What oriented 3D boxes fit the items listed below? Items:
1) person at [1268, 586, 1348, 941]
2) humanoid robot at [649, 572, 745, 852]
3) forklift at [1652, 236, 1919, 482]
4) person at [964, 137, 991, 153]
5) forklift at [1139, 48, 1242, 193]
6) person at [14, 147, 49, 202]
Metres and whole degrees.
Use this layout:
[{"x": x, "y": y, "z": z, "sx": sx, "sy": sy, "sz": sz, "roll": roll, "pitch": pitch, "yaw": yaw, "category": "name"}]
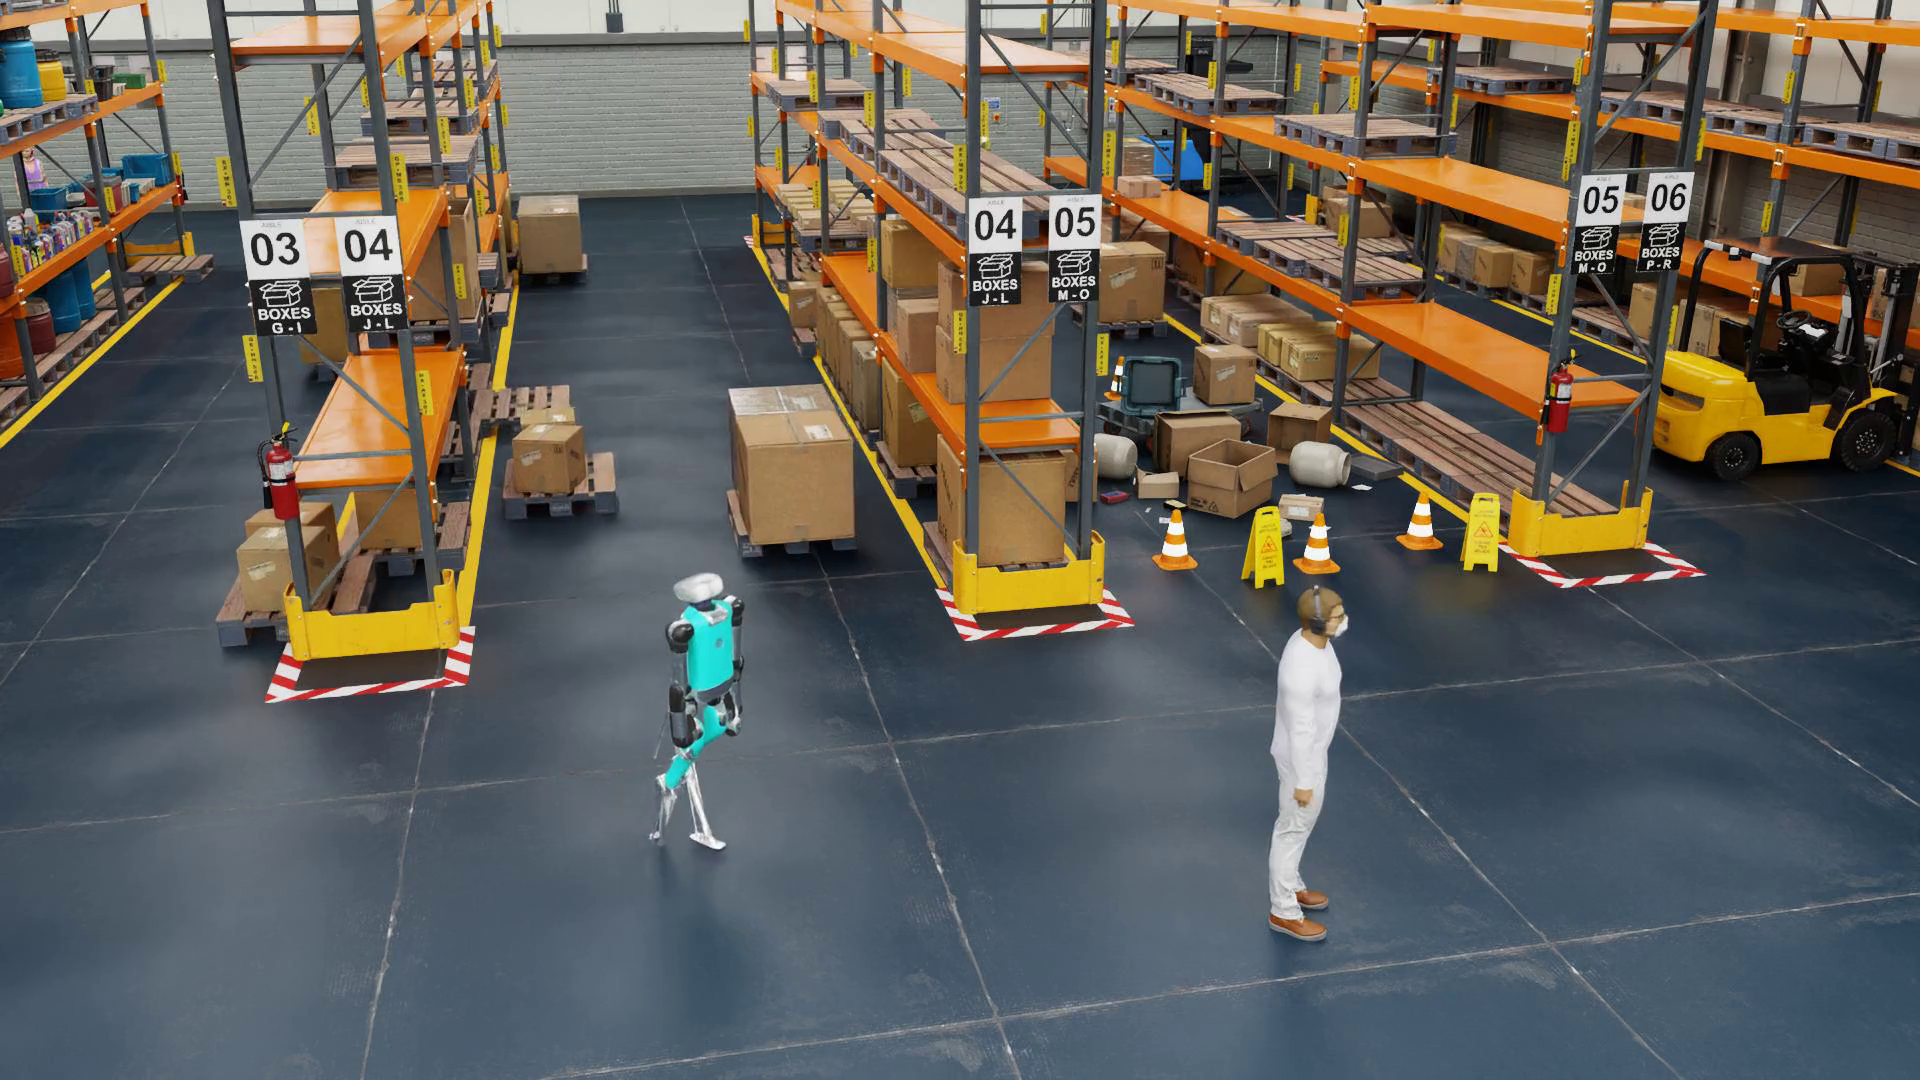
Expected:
[{"x": 1.811, "y": 1.148, "z": 8.715, "sx": 0.355, "sy": 1.937, "sz": 0.634, "roll": 6, "pitch": 21, "yaw": 15, "category": "person"}, {"x": -1.590, "y": 1.034, "z": 9.458, "sx": 0.755, "sy": 1.900, "sz": 0.542, "roll": 14, "pitch": 25, "yaw": 34, "category": "humanoid robot"}, {"x": 8.013, "y": -1.814, "z": 16.330, "sx": 2.313, "sy": 2.155, "sz": 1.214, "roll": -4, "pitch": 21, "yaw": -12, "category": "forklift"}, {"x": 0.332, "y": -6.947, "z": 30.857, "sx": 0.533, "sy": 1.696, "sz": 0.318, "roll": 7, "pitch": 22, "yaw": 19, "category": "person"}, {"x": 4.566, "y": -8.313, "z": 32.860, "sx": 1.873, "sy": 2.768, "sz": 1.129, "roll": -4, "pitch": 21, "yaw": -12, "category": "forklift"}, {"x": -15.299, "y": -5.693, "z": 27.484, "sx": 0.492, "sy": 1.692, "sz": 0.342, "roll": -17, "pitch": 26, "yaw": -38, "category": "person"}]
